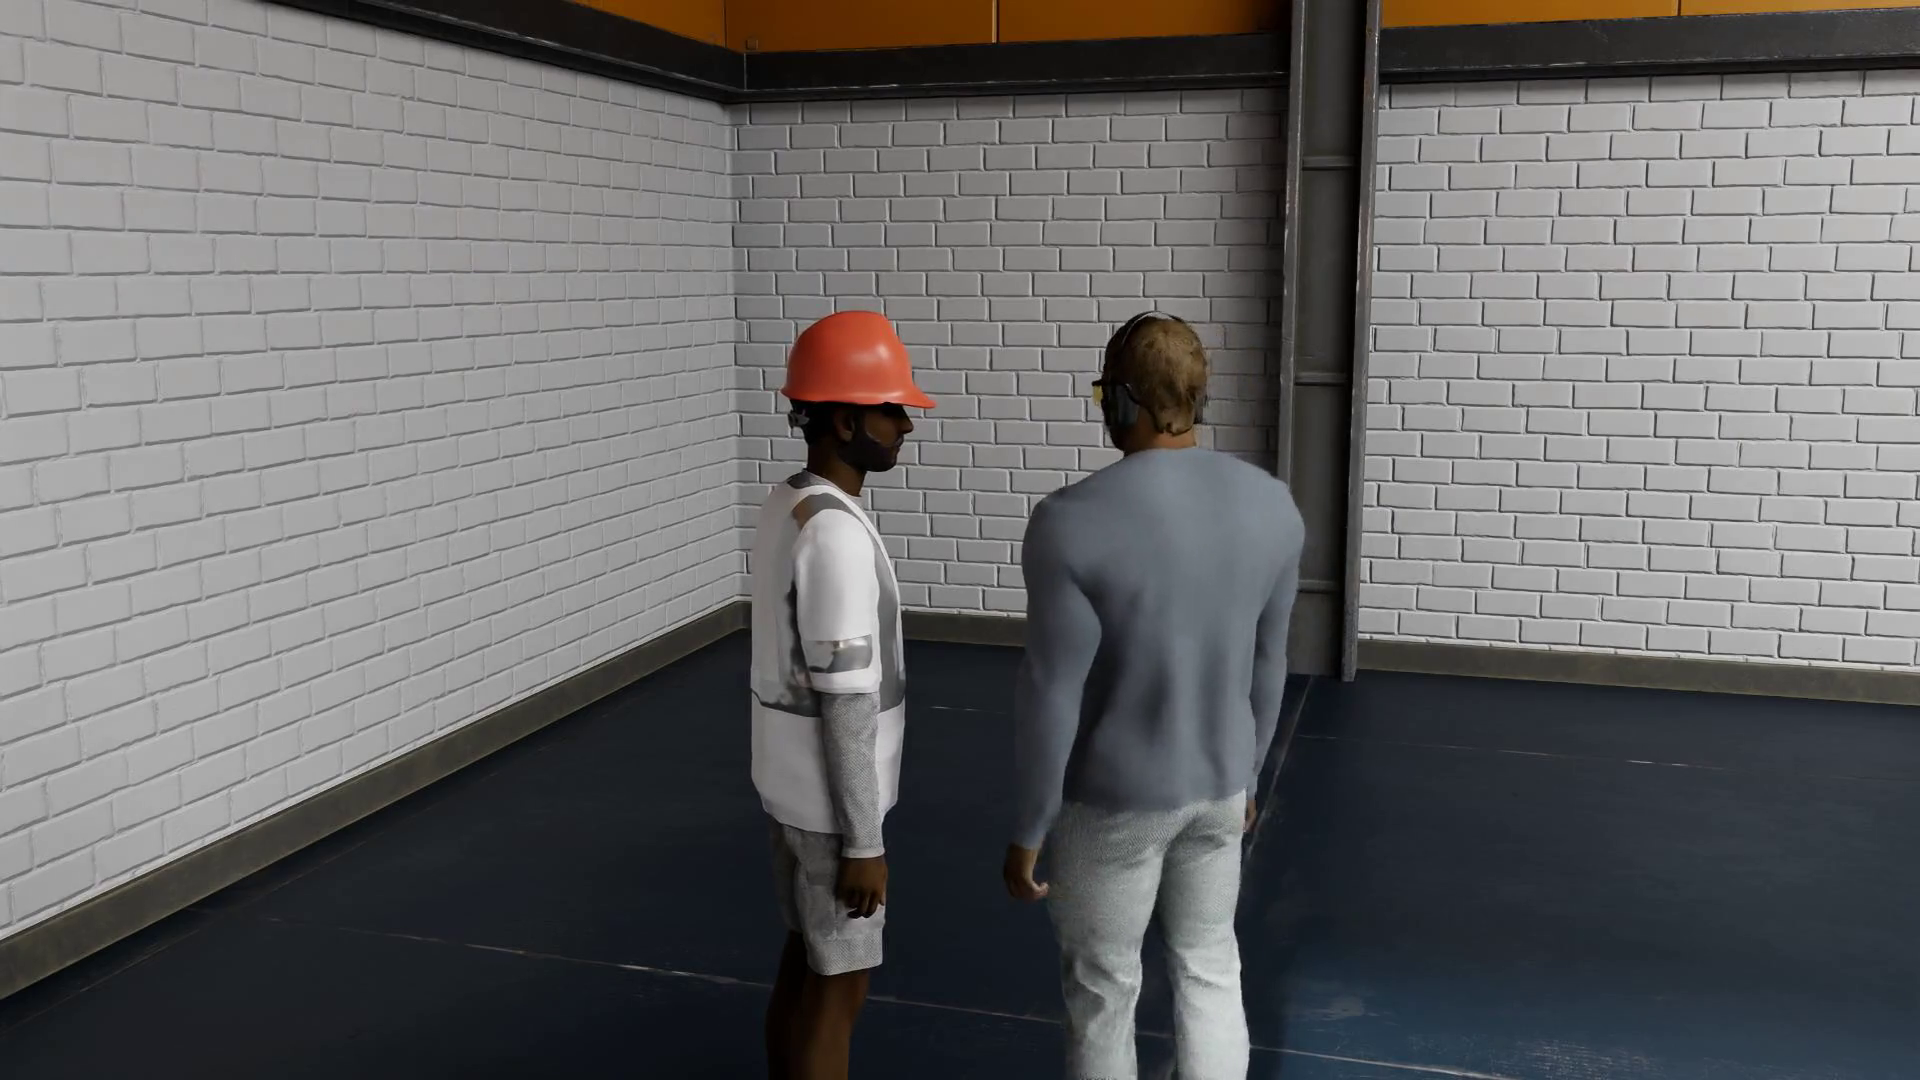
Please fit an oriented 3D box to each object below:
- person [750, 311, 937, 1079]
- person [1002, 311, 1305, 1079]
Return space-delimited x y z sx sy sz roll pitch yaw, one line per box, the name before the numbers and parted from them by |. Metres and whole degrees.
person | -0.233 0.506 3.406 0.374 1.935 0.552 -3 10 -16
person | 0.385 0.512 3.371 0.637 1.937 0.383 -5 10 -26
